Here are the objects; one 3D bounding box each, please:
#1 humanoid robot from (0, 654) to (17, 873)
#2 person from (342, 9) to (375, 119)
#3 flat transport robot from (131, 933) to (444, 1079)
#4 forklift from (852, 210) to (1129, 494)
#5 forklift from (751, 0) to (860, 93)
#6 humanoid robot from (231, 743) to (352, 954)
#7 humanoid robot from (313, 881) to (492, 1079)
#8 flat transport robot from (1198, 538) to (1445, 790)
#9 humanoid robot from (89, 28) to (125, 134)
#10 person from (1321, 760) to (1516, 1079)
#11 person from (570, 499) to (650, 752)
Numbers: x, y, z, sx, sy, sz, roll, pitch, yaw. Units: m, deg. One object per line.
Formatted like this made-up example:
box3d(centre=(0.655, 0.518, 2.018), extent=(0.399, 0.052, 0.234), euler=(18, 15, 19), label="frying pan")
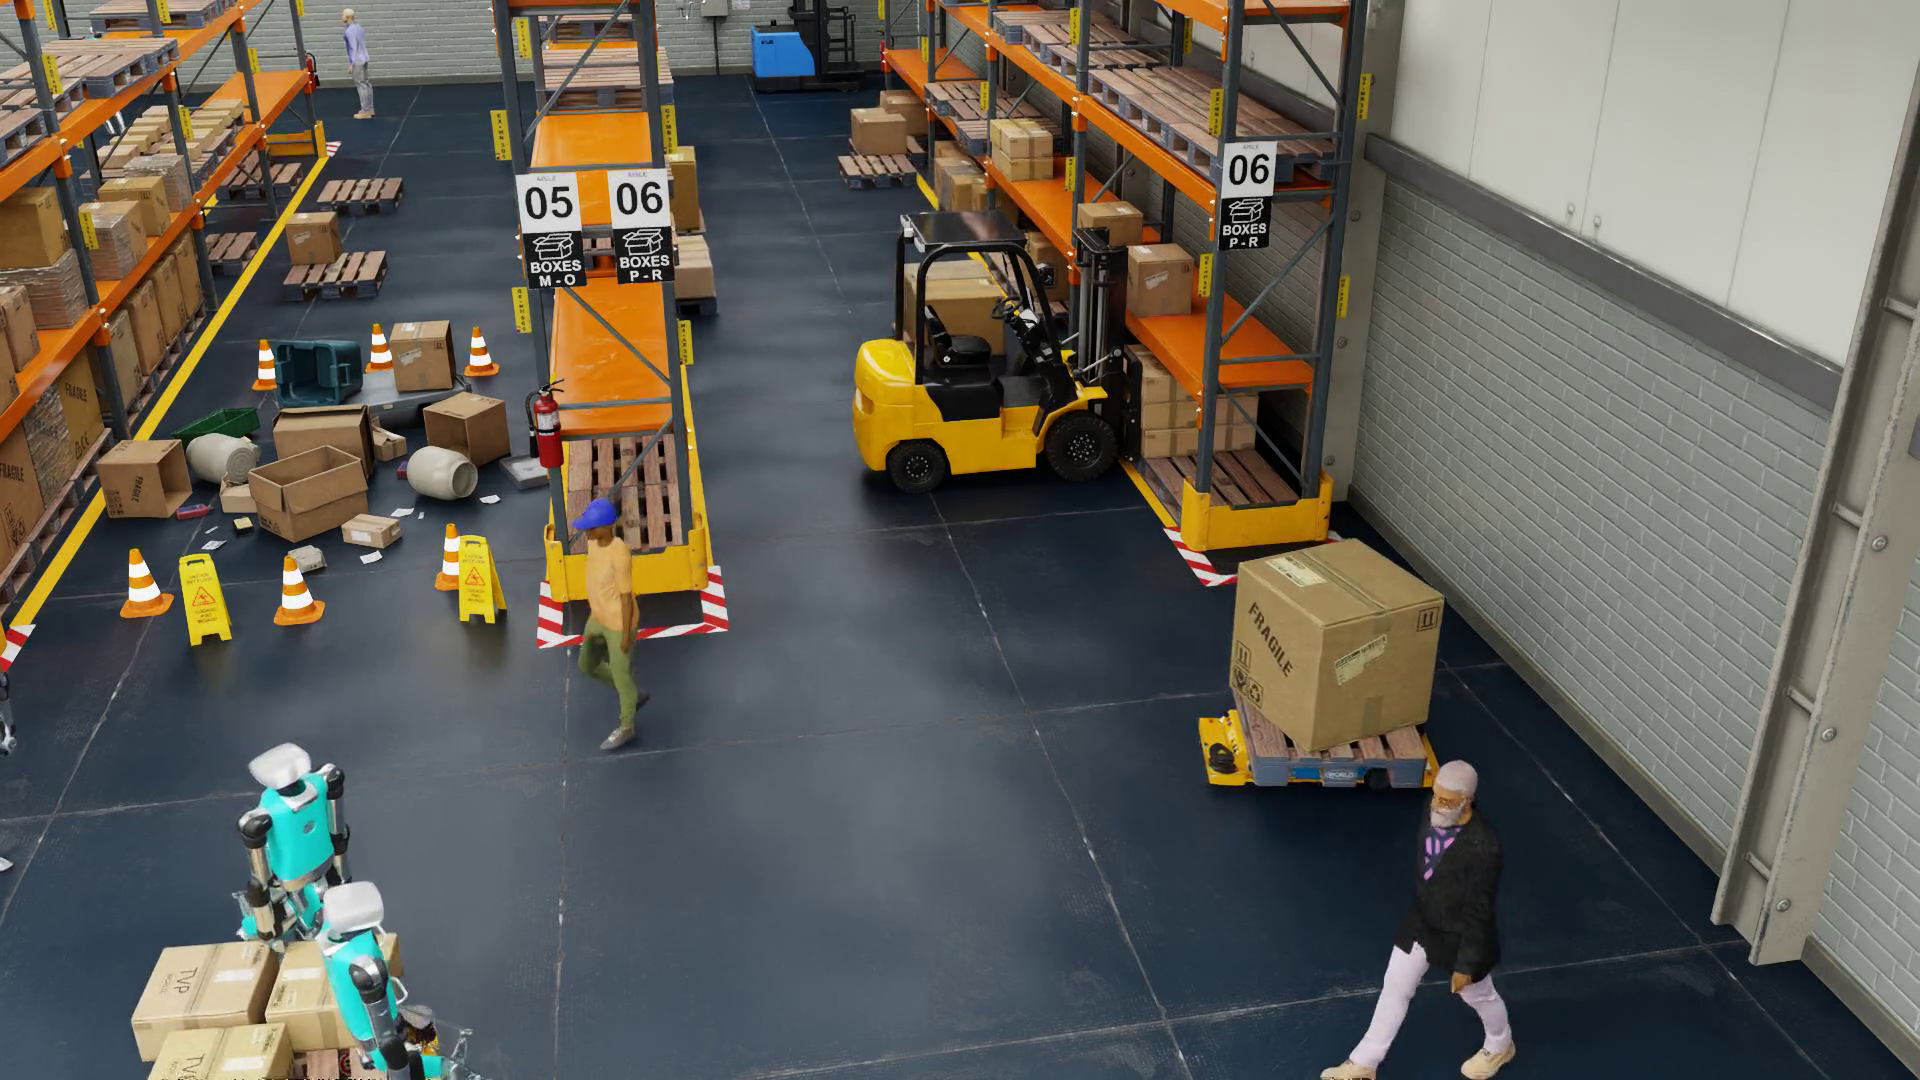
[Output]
box3d(centre=(-5.625, 1.111, 9.229), extent=(0.810, 1.875, 0.546), euler=(13, 28, 24), label="humanoid robot")
box3d(centre=(-10.178, -8.063, 28.154), extent=(0.394, 1.800, 0.591), euler=(1, 26, 1), label="person")
box3d(centre=(-3.146, 2.602, 7.710), extent=(1.431, 0.231, 0.659), euler=(-10, 27, -19), label="flat transport robot")
box3d(centre=(0.216, -1.659, 14.366), extent=(2.313, 2.155, 1.214), euler=(-5, 26, -10), label="forklift")
box3d(centre=(-2.872, -9.679, 30.288), extent=(1.873, 2.768, 1.129), euler=(-5, 26, -10), label="forklift")
box3d(centre=(-3.263, 1.673, 7.943), extent=(0.835, 1.753, 0.552), euler=(15, 30, 29), label="humanoid robot")
box3d(centre=(-2.243, 2.118, 6.989), extent=(0.684, 1.767, 0.541), euler=(-19, 31, -34), label="humanoid robot")
box3d(centre=(2.250, 1.293, 10.436), extent=(1.431, 0.231, 0.659), euler=(1, 26, 1), label="flat transport robot")
box3d(centre=(-13.792, -7.336, 26.778), extent=(0.542, 1.838, 0.746), euler=(-22, 33, -38), label="humanoid robot")
box3d(centre=(2.254, 1.786, 7.647), extent=(1.006, 1.811, 0.577), euler=(-10, 27, -20), label="person")
box3d(centre=(-2.188, 0.523, 10.366), extent=(0.381, 1.705, 0.472), euler=(-21, 33, -37), label="person")
